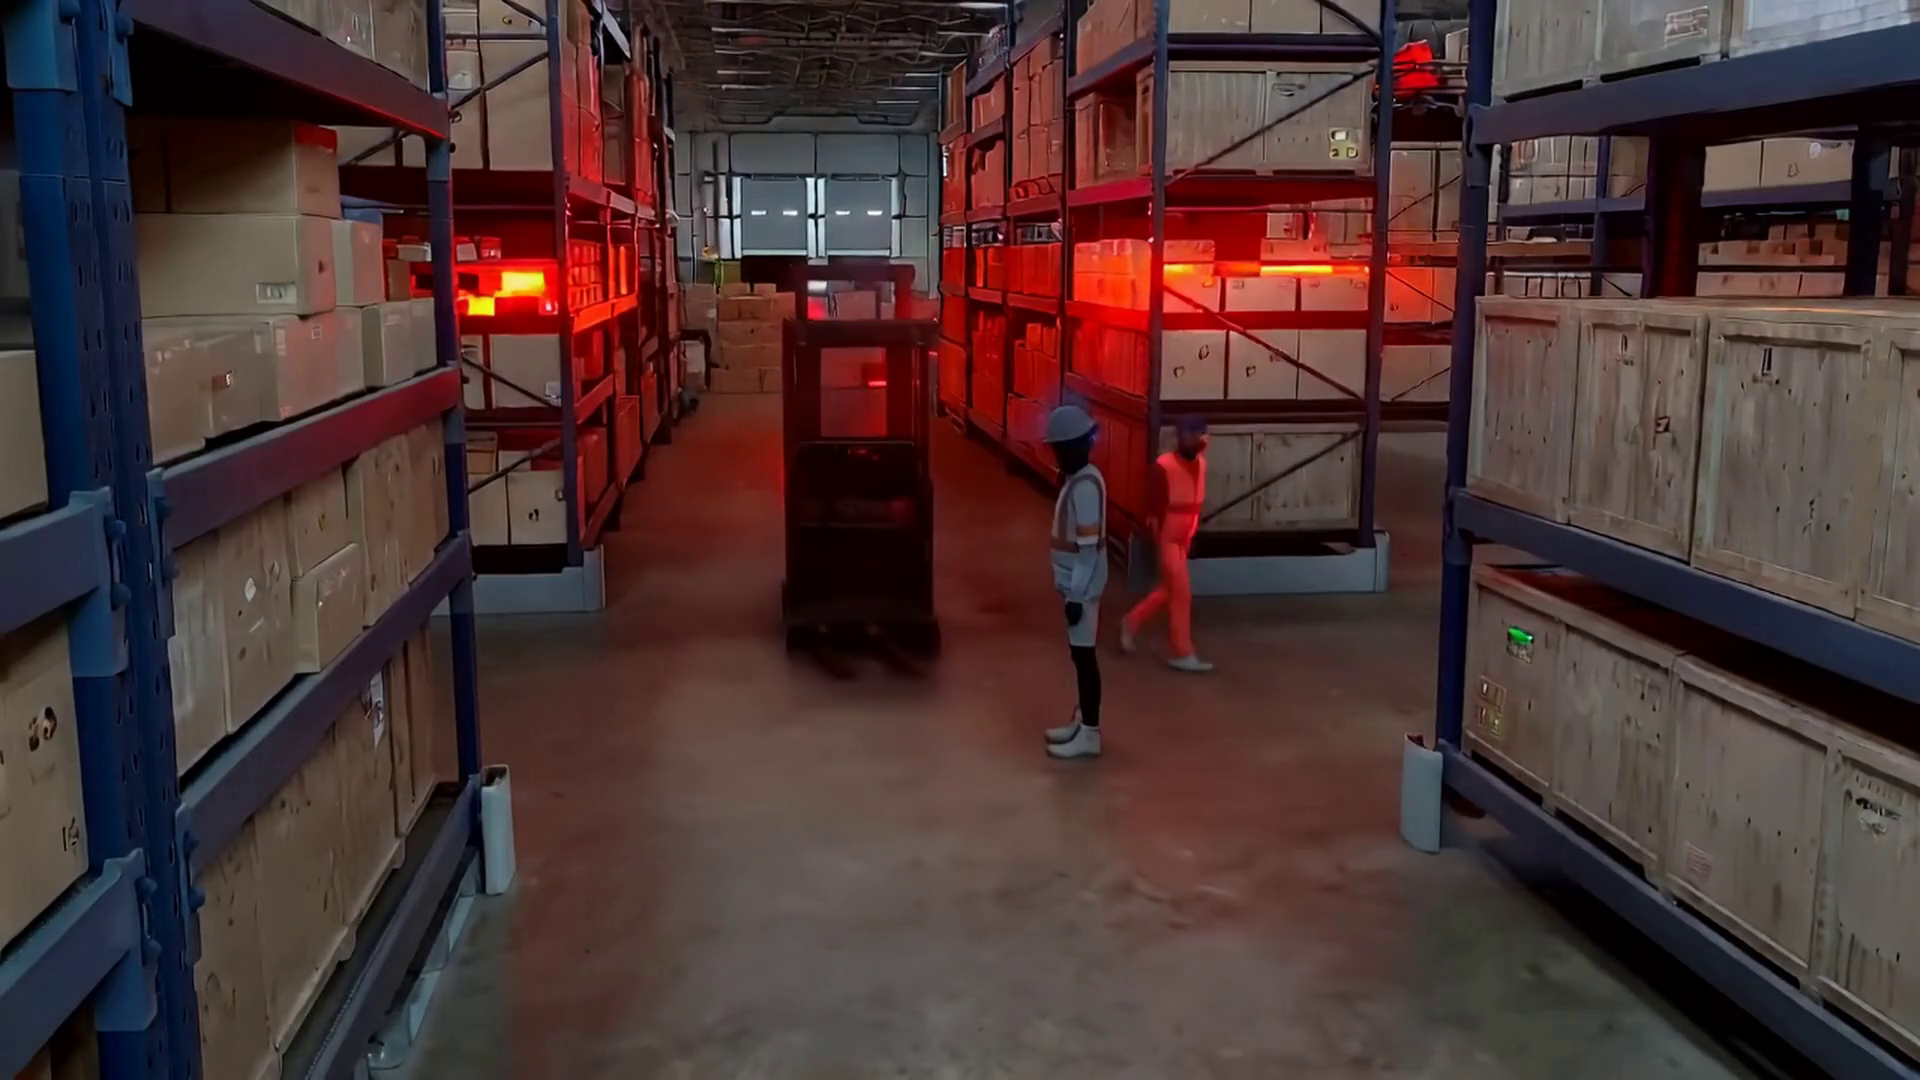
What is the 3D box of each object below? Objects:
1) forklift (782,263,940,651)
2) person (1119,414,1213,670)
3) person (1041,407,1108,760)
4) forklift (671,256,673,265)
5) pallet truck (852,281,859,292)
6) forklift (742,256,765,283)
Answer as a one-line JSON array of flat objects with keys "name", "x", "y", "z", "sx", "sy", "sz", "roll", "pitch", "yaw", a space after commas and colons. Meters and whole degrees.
[{"name": "forklift", "x": -0.813, "y": -0.720, "z": 12.755, "sx": 1.129, "sy": 2.768, "sz": 1.873, "roll": -1, "pitch": 10, "yaw": -7}, {"name": "person", "x": 1.450, "y": -0.012, "z": 11.778, "sx": 0.785, "sy": 1.810, "sz": 0.592, "roll": 7, "pitch": 12, "yaw": 37}, {"name": "person", "x": 0.654, "y": 0.250, "z": 9.574, "sx": 0.392, "sy": 2.034, "sz": 0.605, "roll": 0, "pitch": 10, "yaw": 3}, {"name": "forklift", "x": -10.987, "y": -9.066, "z": 61.344, "sx": 1.129, "sy": 2.768, "sz": 1.873, "roll": -1, "pitch": 10, "yaw": -7}, {"name": "pallet truck", "x": -3.782, "y": -9.391, "z": 65.808, "sx": 1.885, "sy": 1.965, "sz": 0.823, "roll": 2, "pitch": 10, "yaw": 10}, {"name": "forklift", "x": -7.283, "y": -8.633, "z": 58.827, "sx": 1.873, "sy": 2.768, "sz": 1.129, "roll": -9, "pitch": 14, "yaw": -44}]
